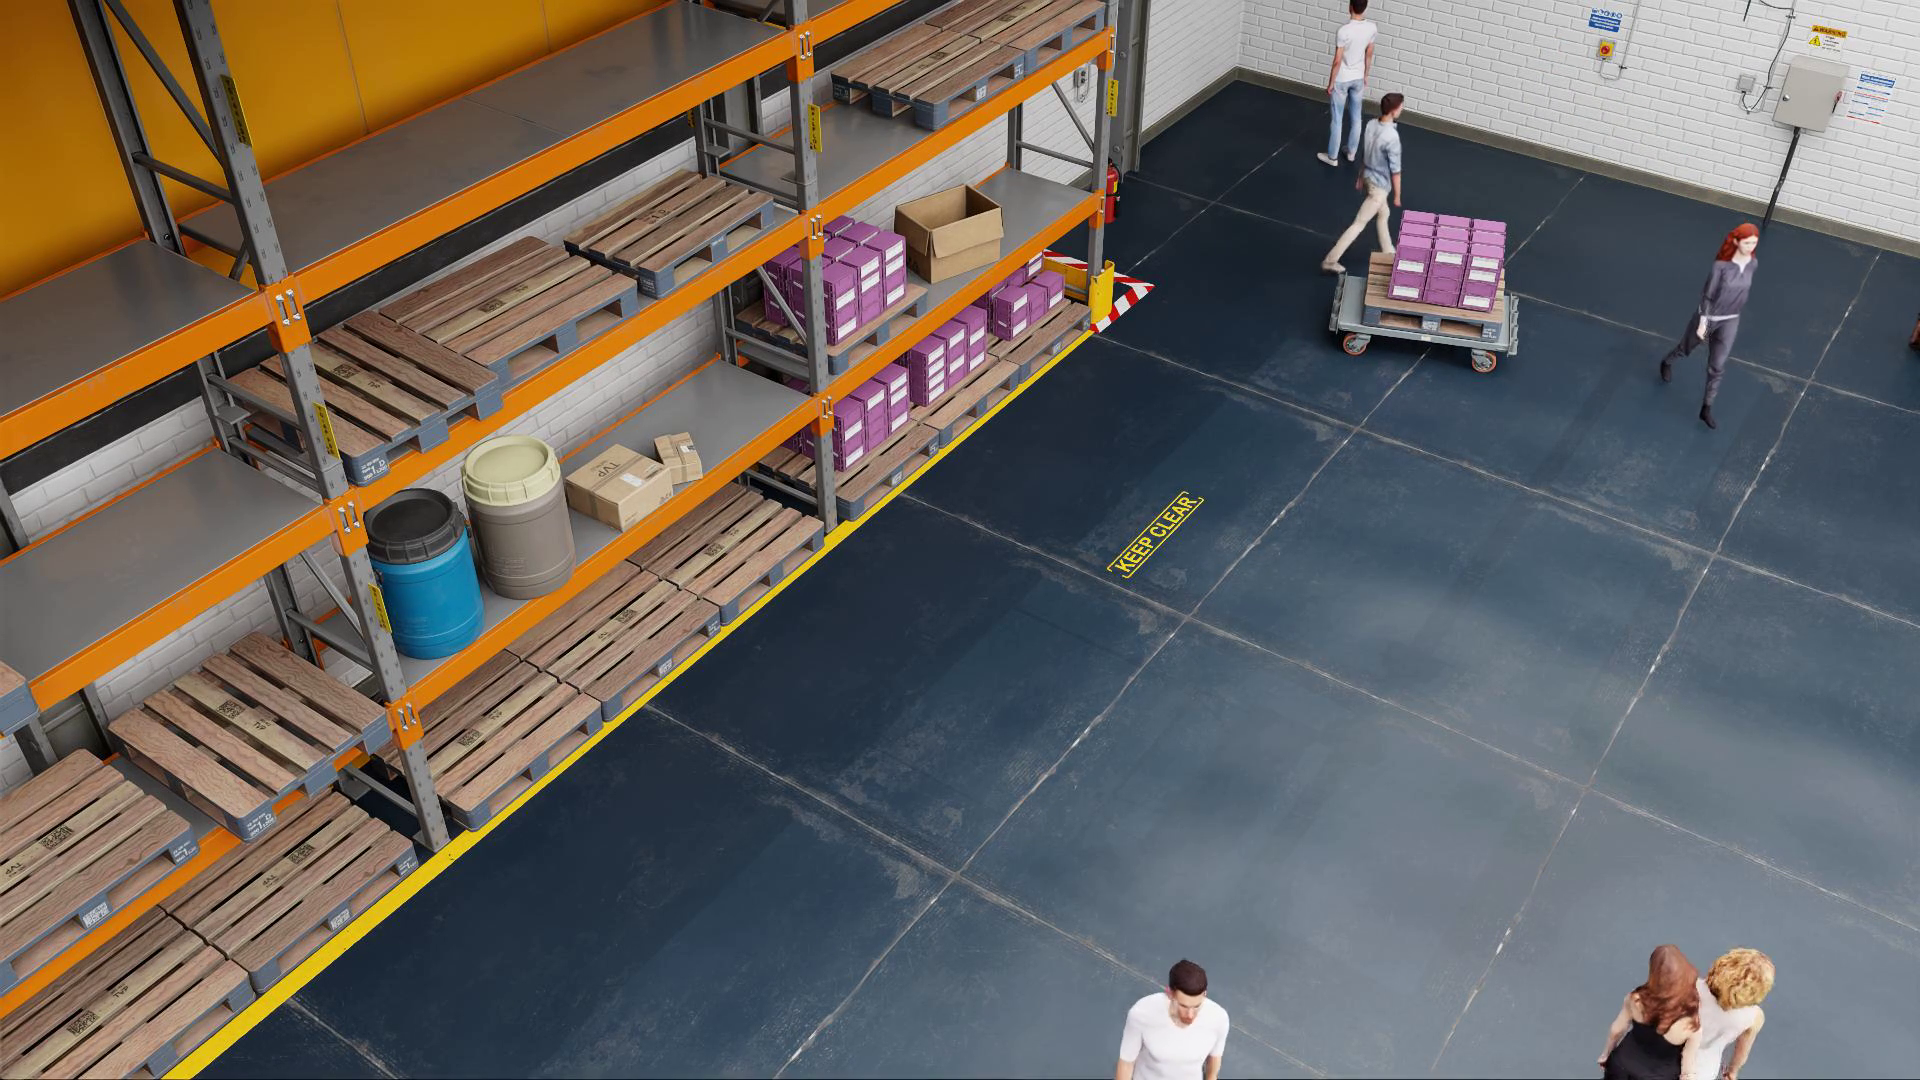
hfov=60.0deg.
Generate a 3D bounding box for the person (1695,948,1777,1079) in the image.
[{"bbox_3d":[3.696,2.620,8.484,0.666,1.653,0.648,6,39,8],"label":"person"}]

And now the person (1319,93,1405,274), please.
[{"bbox_3d":[3.880,-3.347,15.836,1.298,1.803,1.168,-10,40,-12],"label":"person"}]

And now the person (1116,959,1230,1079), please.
[{"bbox_3d":[1.021,2.647,8.324,1.030,1.810,1.311,5,39,6],"label":"person"}]

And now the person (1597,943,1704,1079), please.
[{"bbox_3d":[3.387,2.738,8.288,0.770,1.712,0.753,-21,43,-24],"label":"person"}]

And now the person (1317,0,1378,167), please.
[{"bbox_3d":[4.153,-4.920,17.768,0.679,1.850,0.790,-15,41,-18],"label":"person"}]

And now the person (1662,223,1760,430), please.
[{"bbox_3d":[6.328,-1.891,14.061,1.067,1.742,1.190,-3,39,-3],"label":"person"}]
